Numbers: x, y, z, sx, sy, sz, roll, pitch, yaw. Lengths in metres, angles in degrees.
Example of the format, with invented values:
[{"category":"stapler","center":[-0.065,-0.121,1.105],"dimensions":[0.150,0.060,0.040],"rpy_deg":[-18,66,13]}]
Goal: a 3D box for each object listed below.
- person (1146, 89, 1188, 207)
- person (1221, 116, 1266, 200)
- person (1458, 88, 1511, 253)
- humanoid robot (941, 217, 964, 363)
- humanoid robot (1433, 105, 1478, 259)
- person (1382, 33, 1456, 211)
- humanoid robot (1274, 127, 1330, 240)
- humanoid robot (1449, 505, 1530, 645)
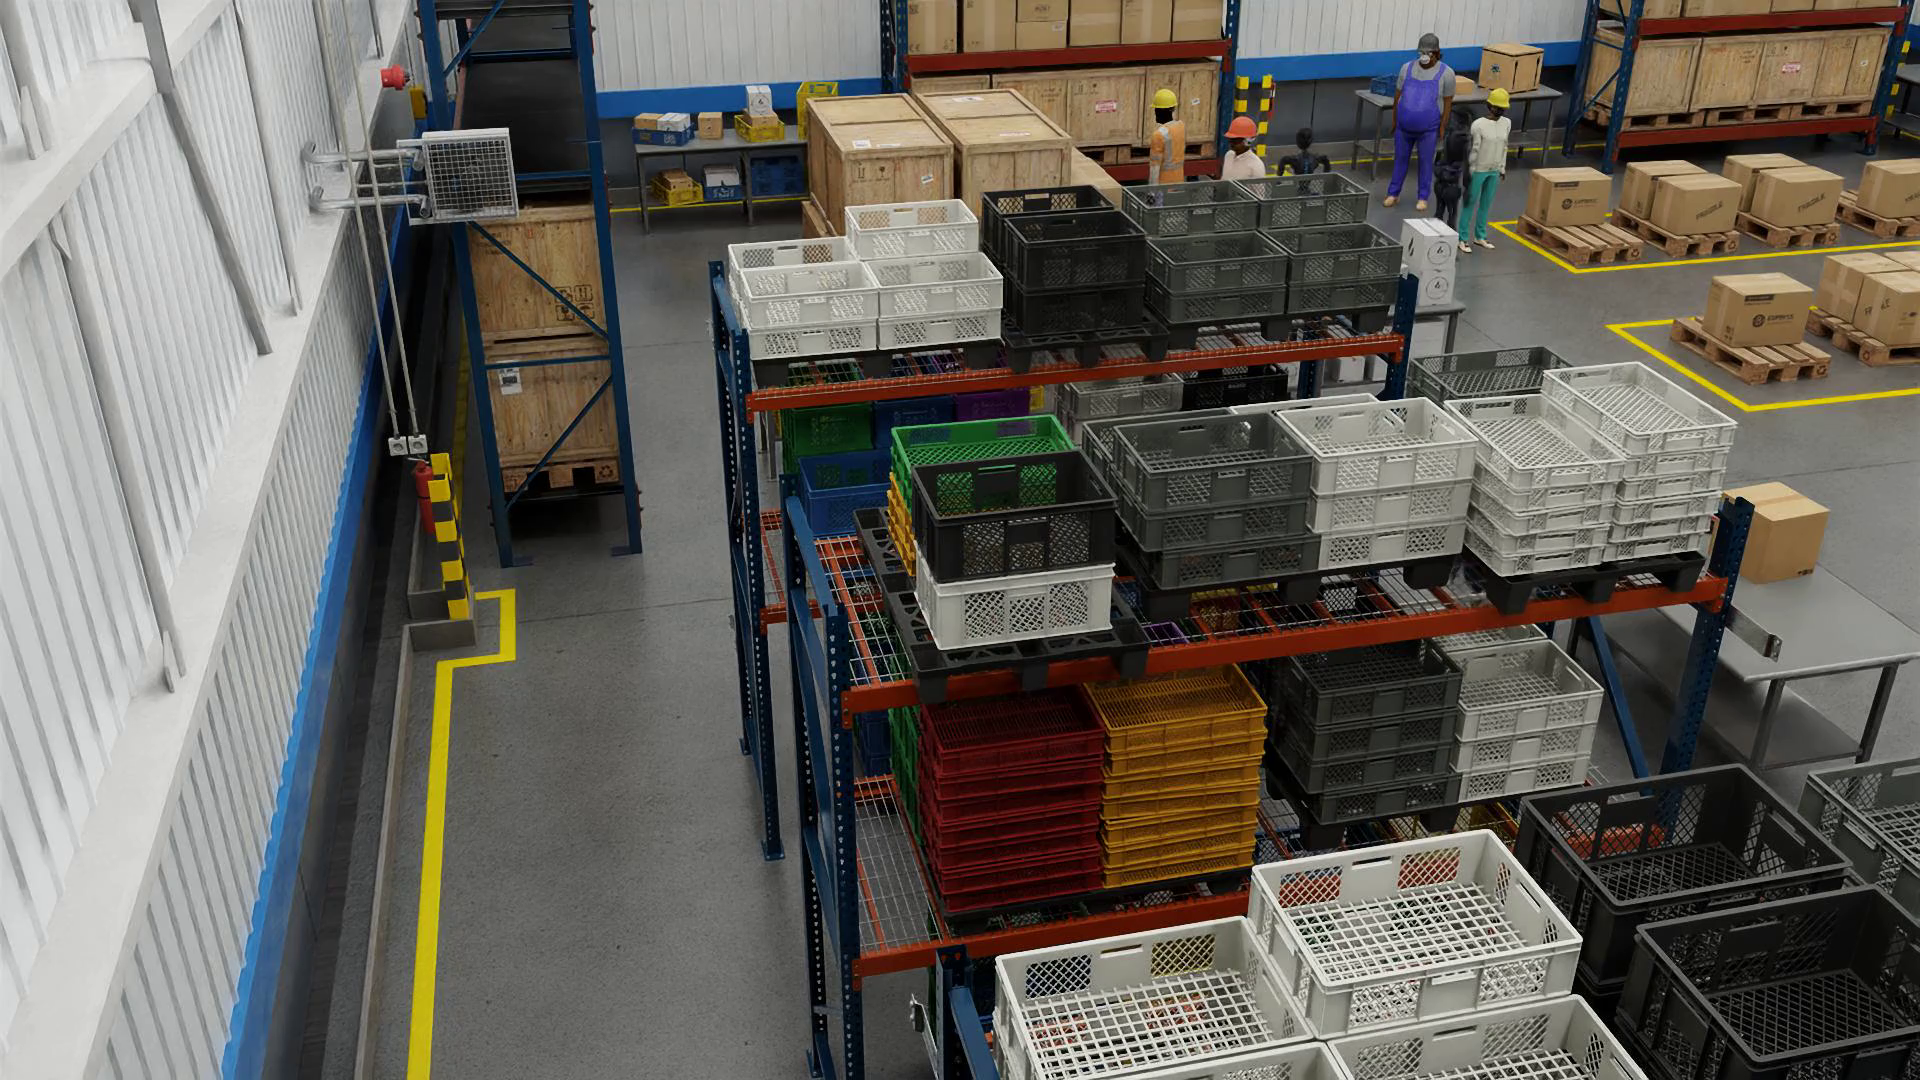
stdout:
[{"category":"person","center":[2.122,-3.730,17.361],"dimensions":[0.405,1.918,0.582],"rpy_deg":[19,33,31]},{"category":"person","center":[2.670,-3.090,16.058],"dimensions":[0.381,1.995,0.609],"rpy_deg":[-13,30,-23]},{"category":"person","center":[5.713,-4.013,18.054],"dimensions":[0.523,1.768,0.307],"rpy_deg":[-12,30,-22]},{"category":"humanoid robot","center":[-0.037,-1.974,14.281],"dimensions":[0.452,1.644,0.577],"rpy_deg":[-8,29,-15]},{"category":"humanoid robot","center":[5.261,-3.835,17.817],"dimensions":[0.405,1.641,0.638],"rpy_deg":[-3,28,-7]},{"category":"person","center":[5.340,-4.864,19.376],"dimensions":[0.674,2.000,0.536],"rpy_deg":[15,31,26]},{"category":"humanoid robot","center":[3.446,-3.356,16.901],"dimensions":[0.621,1.642,0.400],"rpy_deg":[2,28,5]},{"category":"humanoid robot","center":[3.352,0.136,10.283],"dimensions":[0.609,1.646,0.398],"rpy_deg":[8,29,16]}]
